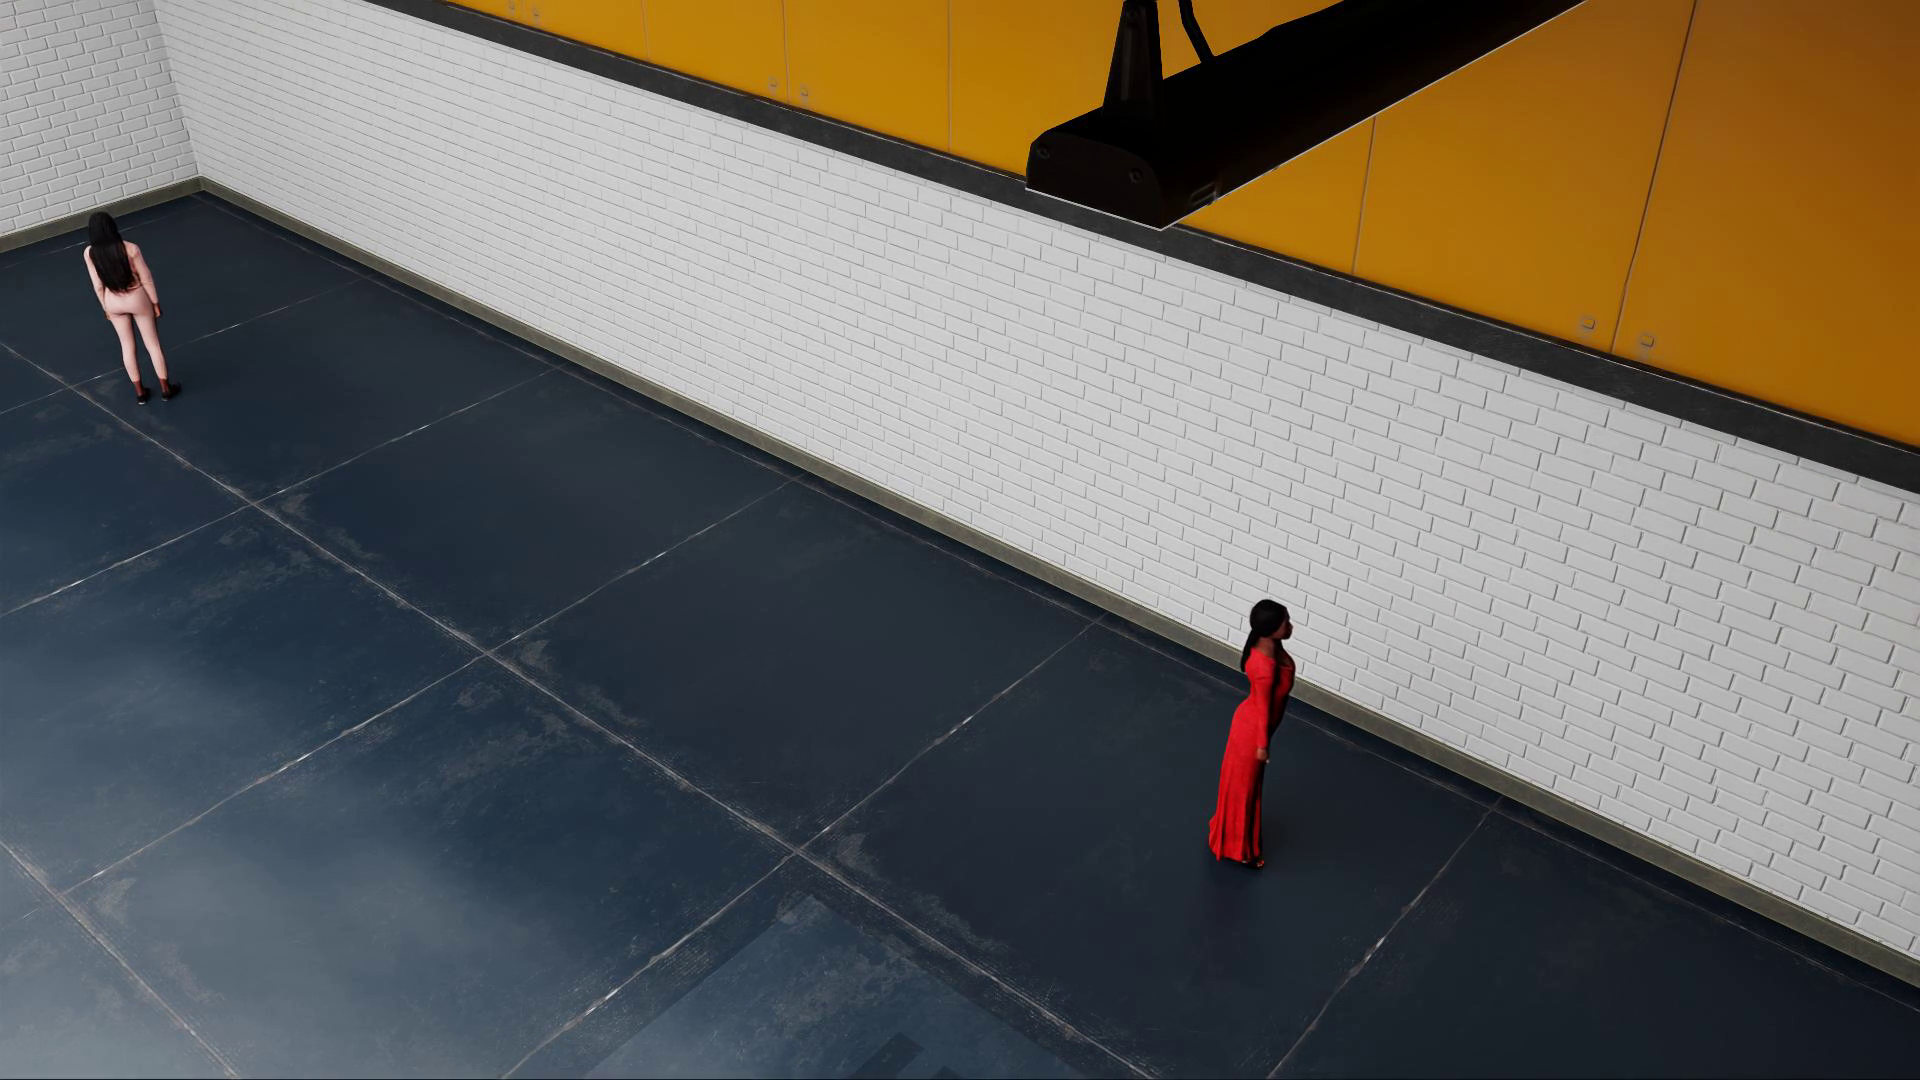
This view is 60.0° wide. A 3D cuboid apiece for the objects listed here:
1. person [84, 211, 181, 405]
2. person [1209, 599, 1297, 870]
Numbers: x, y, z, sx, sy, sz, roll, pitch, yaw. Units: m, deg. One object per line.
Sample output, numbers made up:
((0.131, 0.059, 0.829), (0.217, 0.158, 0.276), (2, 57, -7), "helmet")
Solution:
((-7.020, -1.967, 14.059), (0.679, 1.722, 0.759), (-6, 34, -9), "person")
((1.662, 1.084, 9.423), (0.799, 1.783, 0.698), (6, 34, 9), "person")
